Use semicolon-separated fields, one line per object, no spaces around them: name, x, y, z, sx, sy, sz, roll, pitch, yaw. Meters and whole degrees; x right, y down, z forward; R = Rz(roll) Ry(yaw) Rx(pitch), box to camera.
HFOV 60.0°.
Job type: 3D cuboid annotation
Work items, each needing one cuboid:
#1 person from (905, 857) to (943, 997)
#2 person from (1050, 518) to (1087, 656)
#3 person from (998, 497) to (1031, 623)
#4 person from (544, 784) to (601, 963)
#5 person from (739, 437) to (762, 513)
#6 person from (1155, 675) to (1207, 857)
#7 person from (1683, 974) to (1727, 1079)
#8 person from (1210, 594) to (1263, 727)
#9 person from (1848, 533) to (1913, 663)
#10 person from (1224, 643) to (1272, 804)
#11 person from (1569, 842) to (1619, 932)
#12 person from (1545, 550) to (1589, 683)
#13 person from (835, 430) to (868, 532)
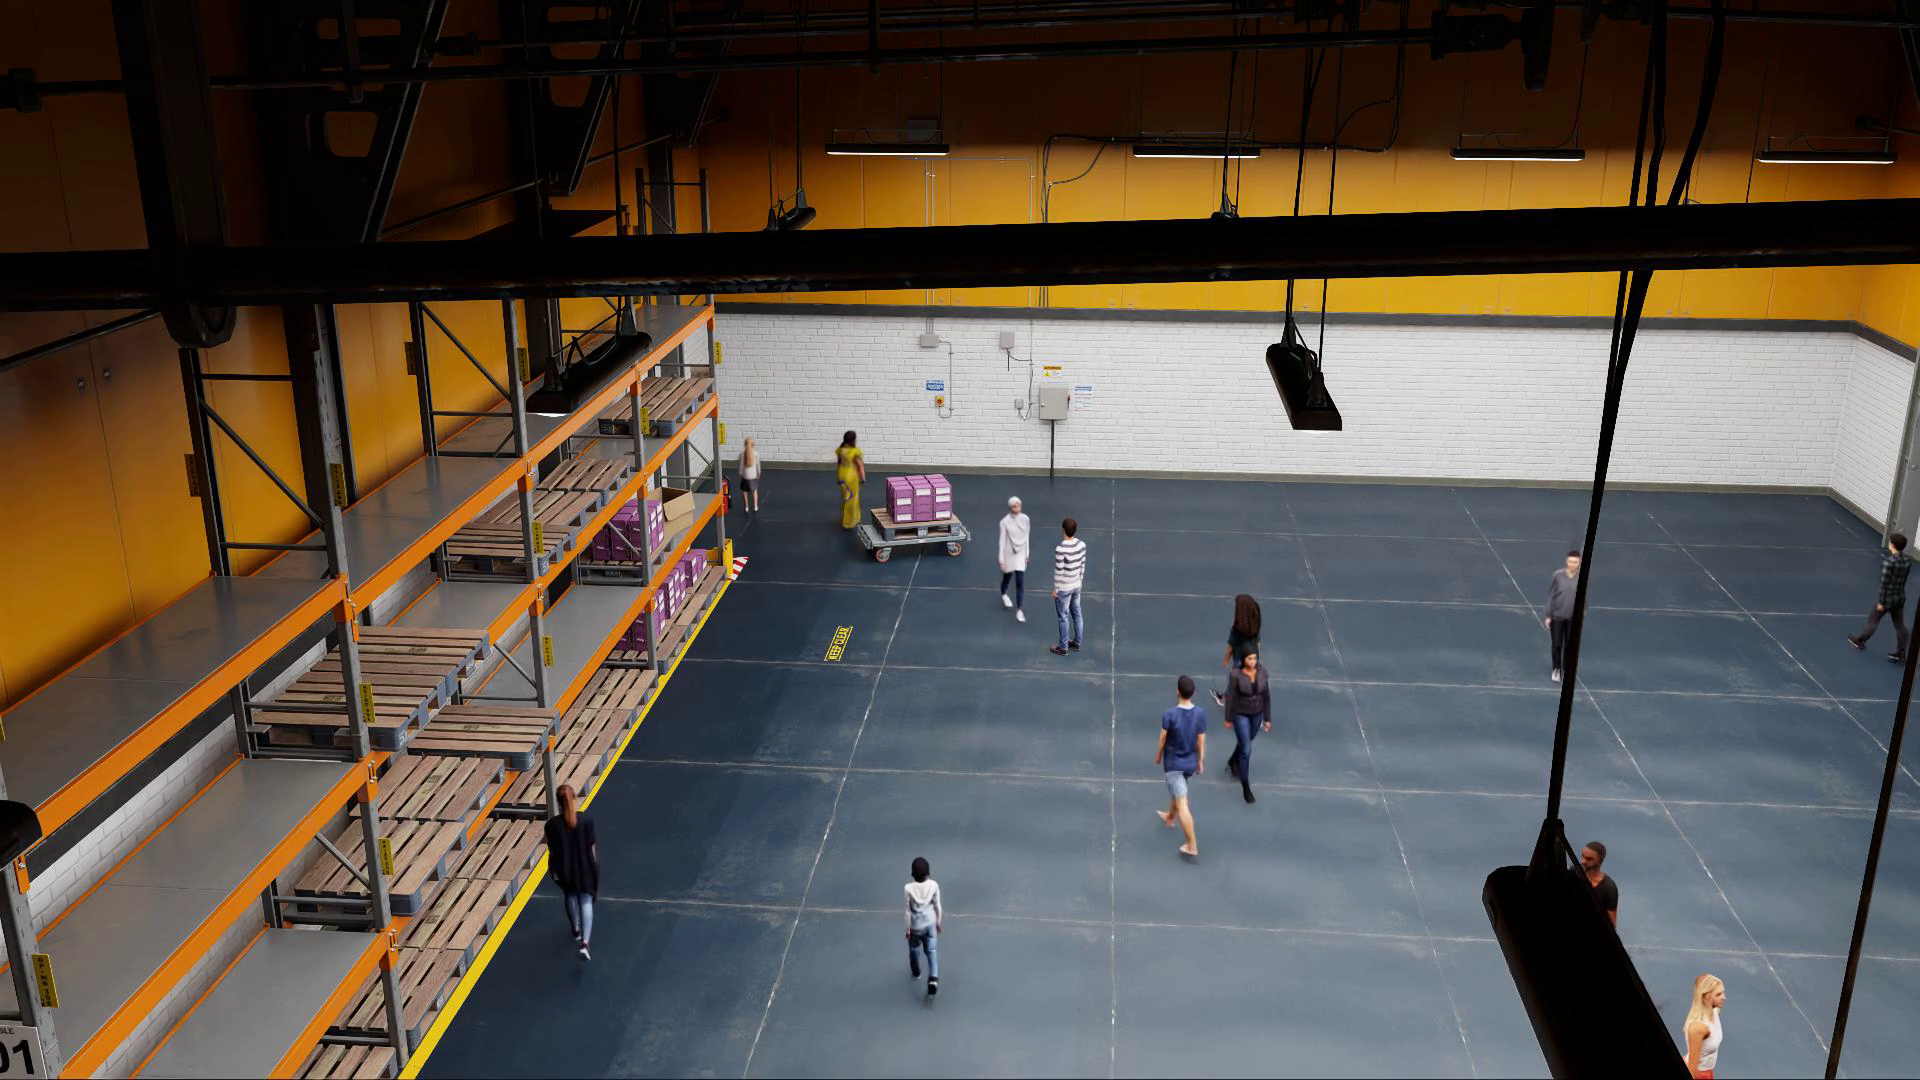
person;-0.327;3.386;14.595;0.643;1.245;0.885;-4;19;-12
person;1.436;0.600;21.914;0.714;1.854;0.767;-14;23;-36
person;0.725;0.222;23.223;0.915;1.735;1.190;-6;20;-17
person;-3.478;3.021;15.039;0.799;1.655;1.126;-3;19;-10
person;-3.537;-1.095;27.860;0.590;1.272;0.615;-5;19;-14
person;2.279;2.329;16.877;0.996;1.792;1.272;-7;20;-21
person;5.309;3.944;12.067;0.789;1.802;0.702;15;24;38
person;3.438;1.462;19.794;1.053;1.573;1.098;-15;24;-38
person;12.204;0.775;21.656;0.980;1.681;1.166;-6;20;-18
person;3.106;1.929;18.196;0.894;1.709;1.211;-5;19;-15
person;5.300;3.323;13.953;1.193;1.776;1.215;-11;21;-29
person;7.643;0.952;21.043;0.729;1.744;0.841;7;20;19
person;-1.833;-0.944;26.832;0.956;1.641;0.991;14;23;35
